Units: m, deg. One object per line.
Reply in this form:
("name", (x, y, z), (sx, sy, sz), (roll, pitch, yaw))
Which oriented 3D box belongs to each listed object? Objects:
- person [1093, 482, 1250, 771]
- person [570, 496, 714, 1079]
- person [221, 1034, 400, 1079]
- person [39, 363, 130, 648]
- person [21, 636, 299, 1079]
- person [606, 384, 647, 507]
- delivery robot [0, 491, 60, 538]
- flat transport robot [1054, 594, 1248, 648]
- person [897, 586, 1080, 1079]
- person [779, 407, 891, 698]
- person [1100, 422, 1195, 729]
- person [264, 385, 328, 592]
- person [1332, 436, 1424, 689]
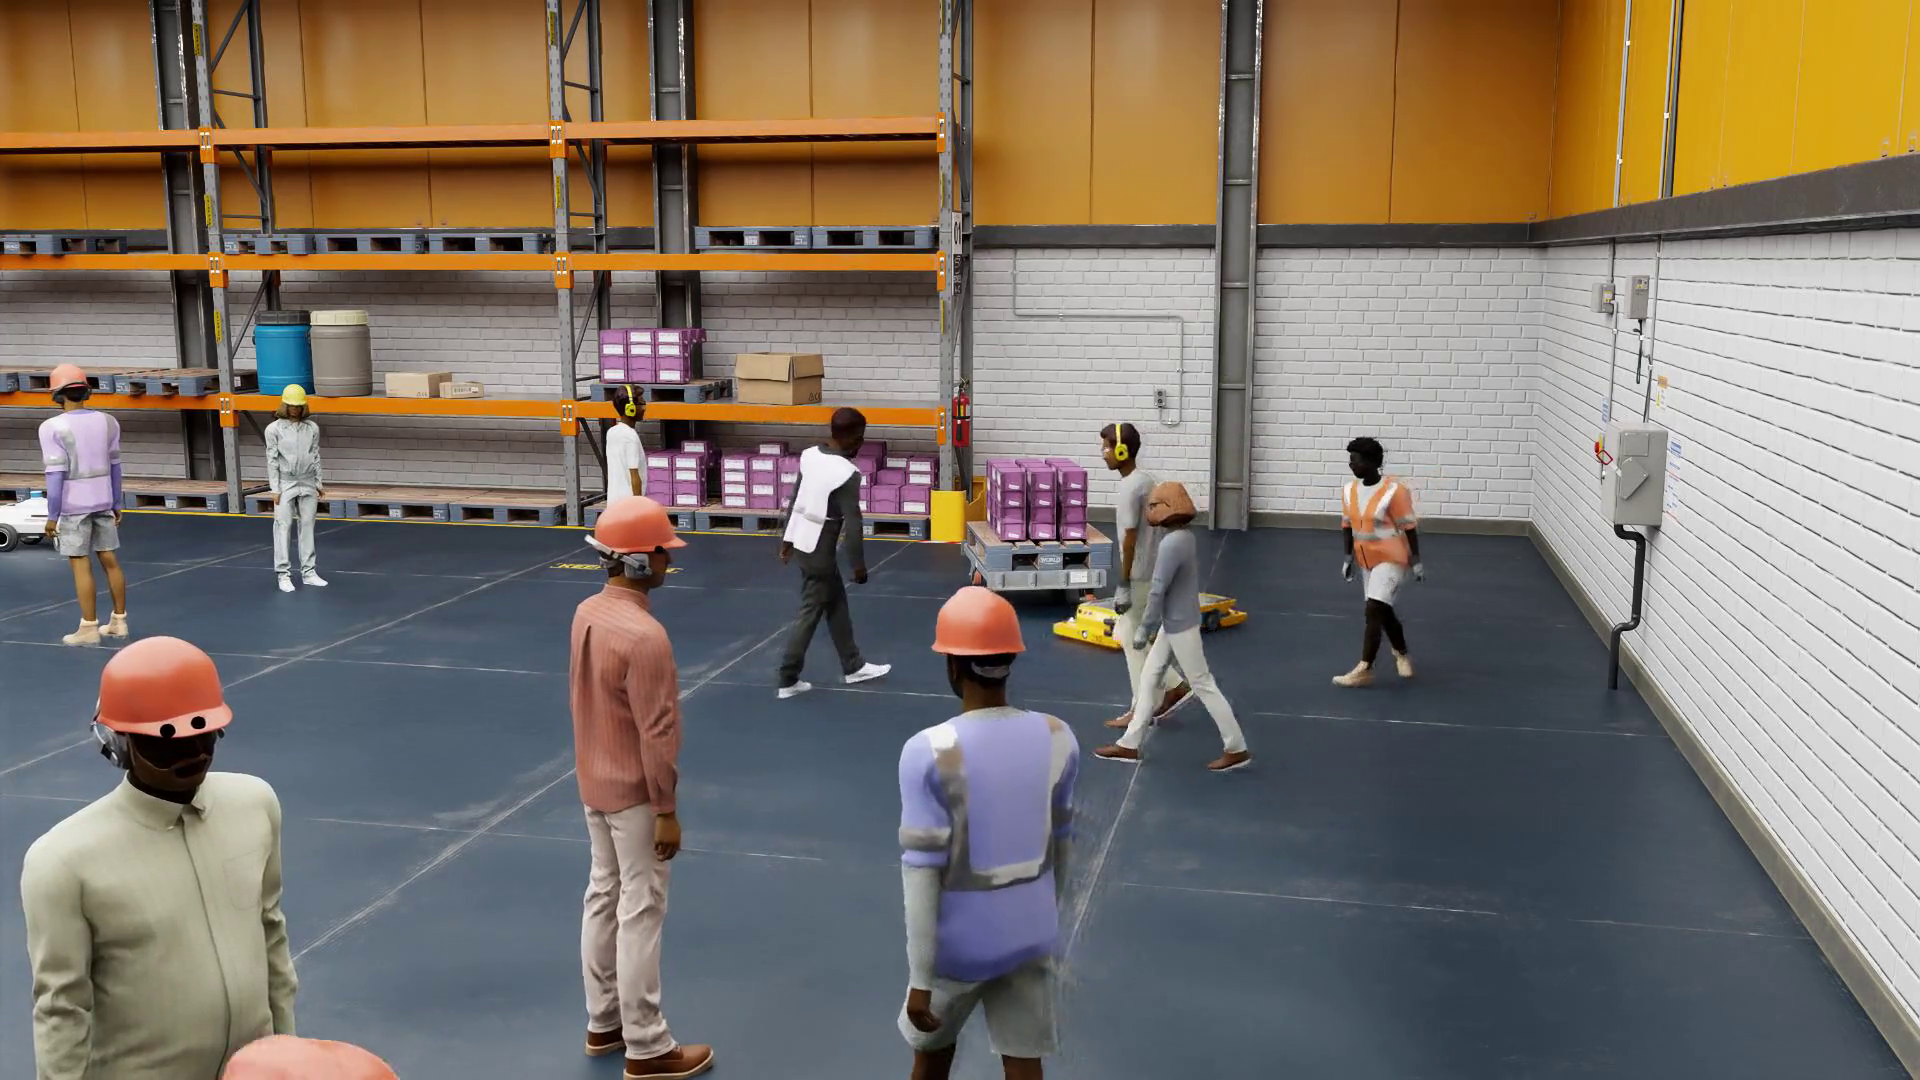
("person", (1.197, 0.474, 9.063), (0.871, 1.580, 0.495), (2, 10, 13))
("person", (-1.107, 0.838, 5.677), (0.395, 1.994, 0.613), (-7, 12, -35))
("person", (-0.673, 1.497, 2.003), (0.409, 1.919, 0.570), (7, 12, 37))
("person", (-6.322, -0.247, 11.969), (0.393, 2.039, 0.611), (4, 10, 24))
("person", (-1.689, 1.181, 3.643), (0.389, 1.992, 0.625), (5, 11, 27))
("person", (-2.430, -0.214, 12.276), (0.332, 1.874, 0.520), (-6, 11, -31))
("delivery robot", (-8.847, -0.227, 15.966), (0.707, 0.478, 0.477), (1, 10, 3))
("flat transport robot", (1.437, 0.561, 12.415), (1.431, 0.197, 0.652), (-8, 13, -40))
("person", (0.031, 1.059, 4.652), (0.571, 1.888, 0.948), (-5, 11, -26))
("person", (-0.804, 0.074, 10.626), (0.840, 1.853, 0.669), (-5, 11, -27))
("person", (1.061, 0.222, 9.810), (0.486, 1.844, 0.516), (2, 10, 10))
("person", (-5.583, -0.442, 14.022), (0.312, 1.737, 0.483), (7, 12, 37))
("person", (2.773, 0.134, 10.886), (0.733, 1.642, 0.527), (-5, 11, -27))
